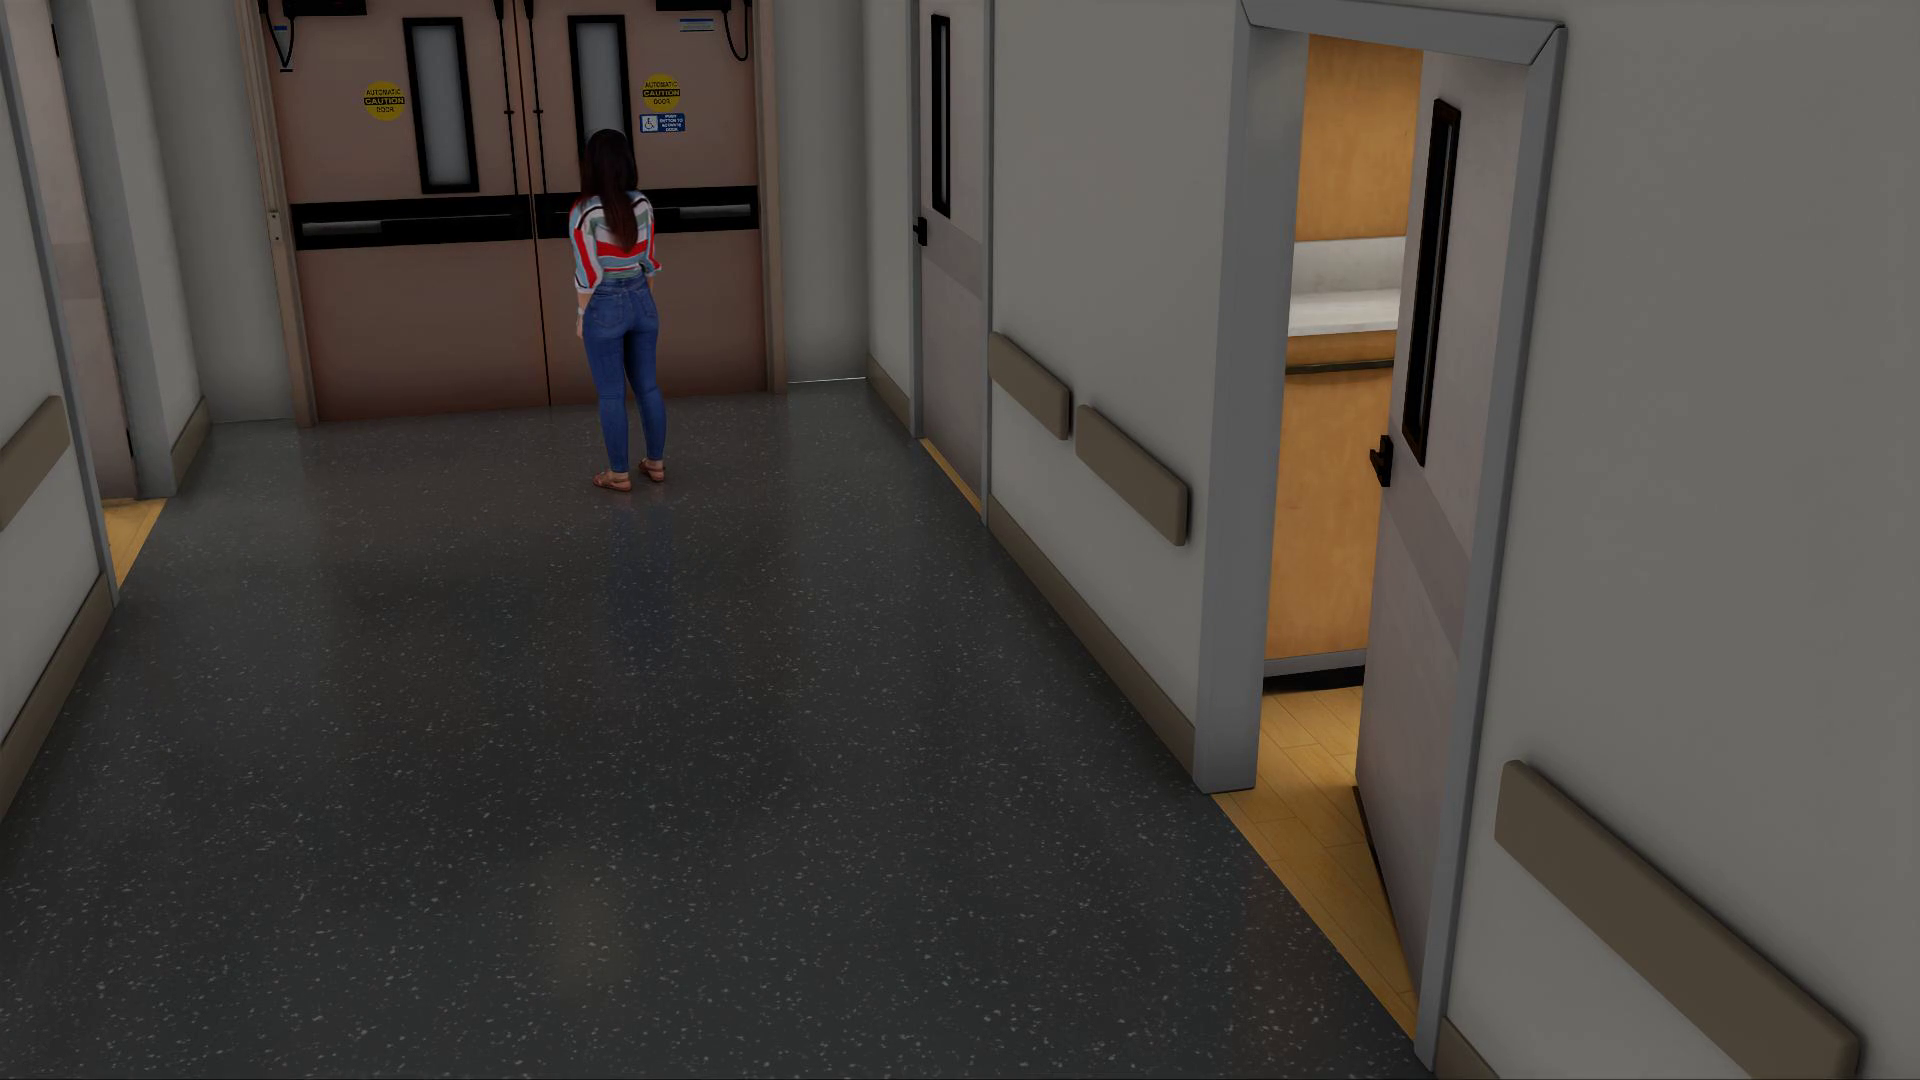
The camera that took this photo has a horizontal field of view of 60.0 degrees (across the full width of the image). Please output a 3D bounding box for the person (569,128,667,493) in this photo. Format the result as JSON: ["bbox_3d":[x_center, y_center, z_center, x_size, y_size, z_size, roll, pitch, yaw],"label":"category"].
[{"bbox_3d":[-1.526,-1.028,7.469,0.665,1.614,0.669,-19,28,-40],"label":"person"}]
